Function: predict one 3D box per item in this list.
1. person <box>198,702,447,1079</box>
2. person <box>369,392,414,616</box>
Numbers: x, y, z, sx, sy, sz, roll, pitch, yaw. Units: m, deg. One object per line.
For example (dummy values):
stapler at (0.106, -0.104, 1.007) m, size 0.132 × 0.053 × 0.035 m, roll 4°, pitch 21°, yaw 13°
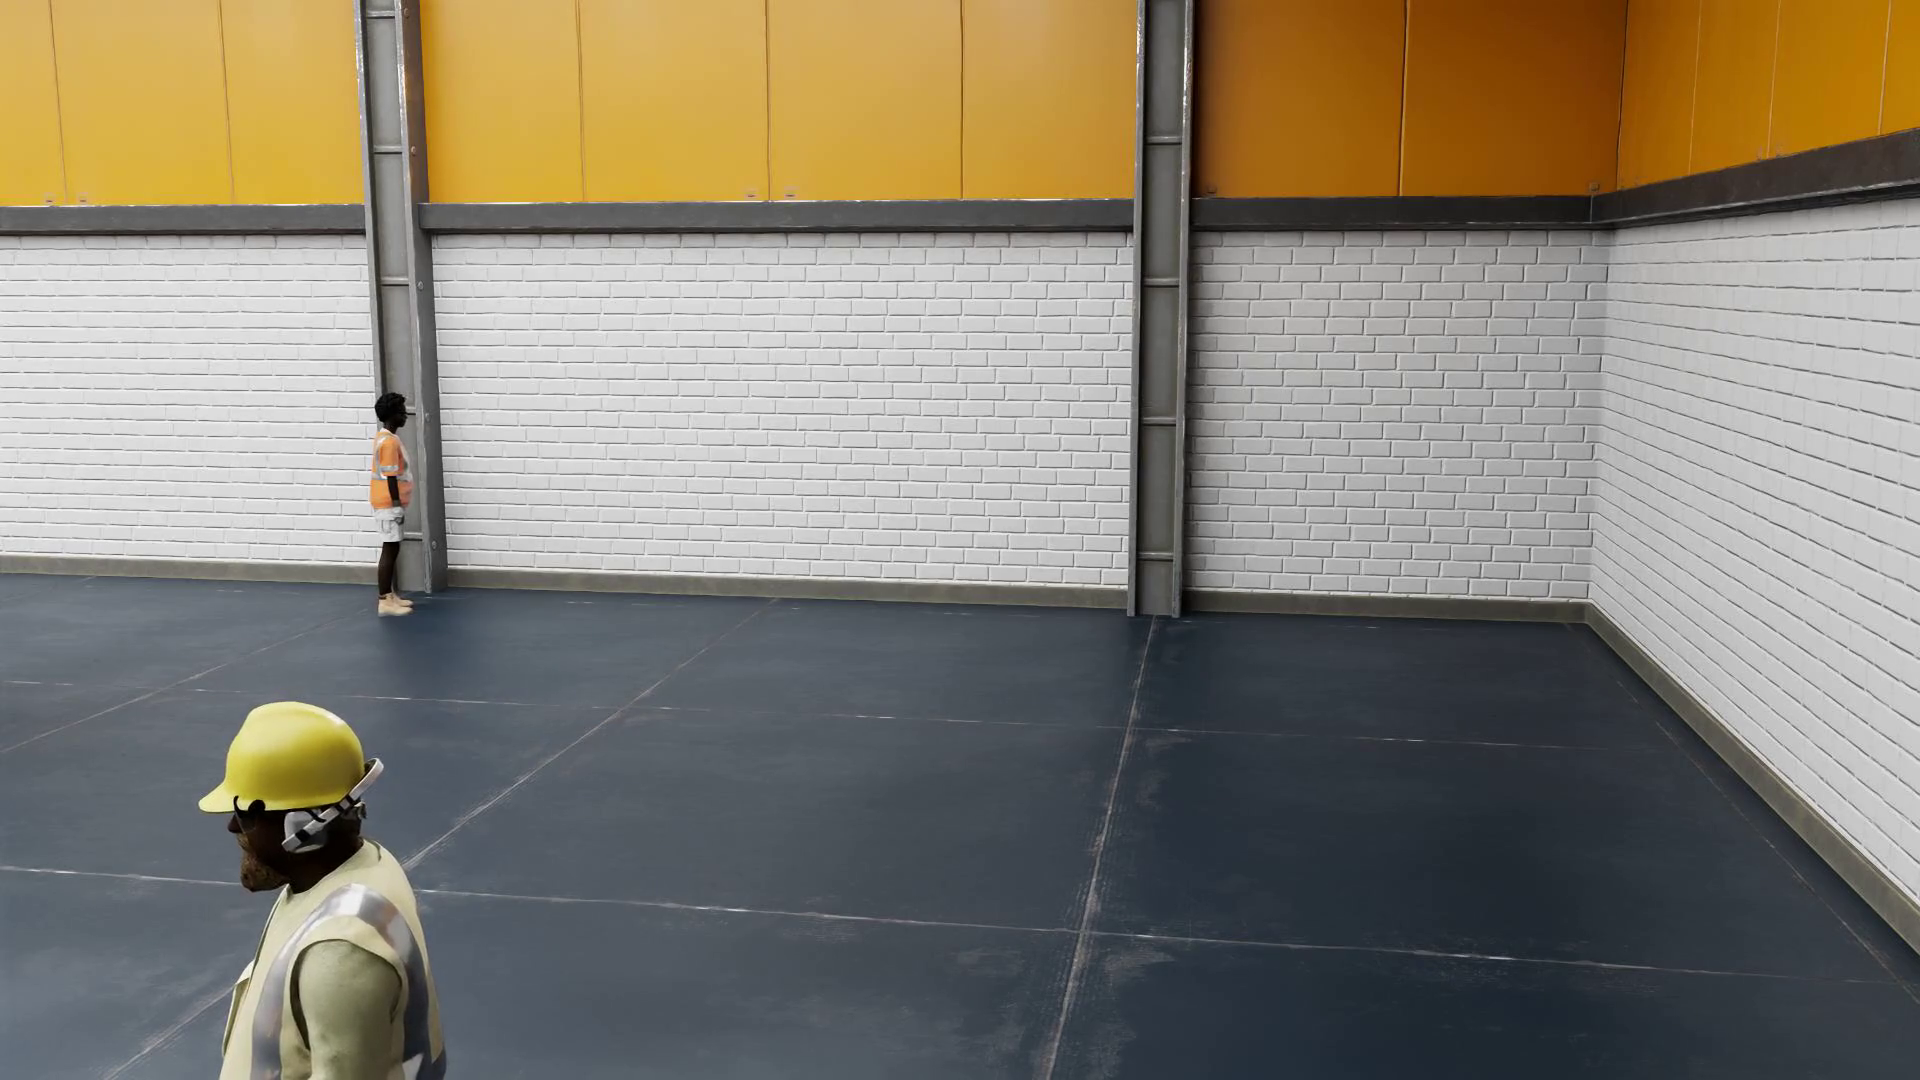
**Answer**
person at (-1.177, 1.197, 3.149) m, size 0.403 × 1.825 × 0.591 m, roll -4°, pitch 10°, yaw -22°
person at (-4.304, -0.272, 12.604) m, size 0.322 × 1.694 × 0.534 m, roll -3°, pitch 10°, yaw -20°
